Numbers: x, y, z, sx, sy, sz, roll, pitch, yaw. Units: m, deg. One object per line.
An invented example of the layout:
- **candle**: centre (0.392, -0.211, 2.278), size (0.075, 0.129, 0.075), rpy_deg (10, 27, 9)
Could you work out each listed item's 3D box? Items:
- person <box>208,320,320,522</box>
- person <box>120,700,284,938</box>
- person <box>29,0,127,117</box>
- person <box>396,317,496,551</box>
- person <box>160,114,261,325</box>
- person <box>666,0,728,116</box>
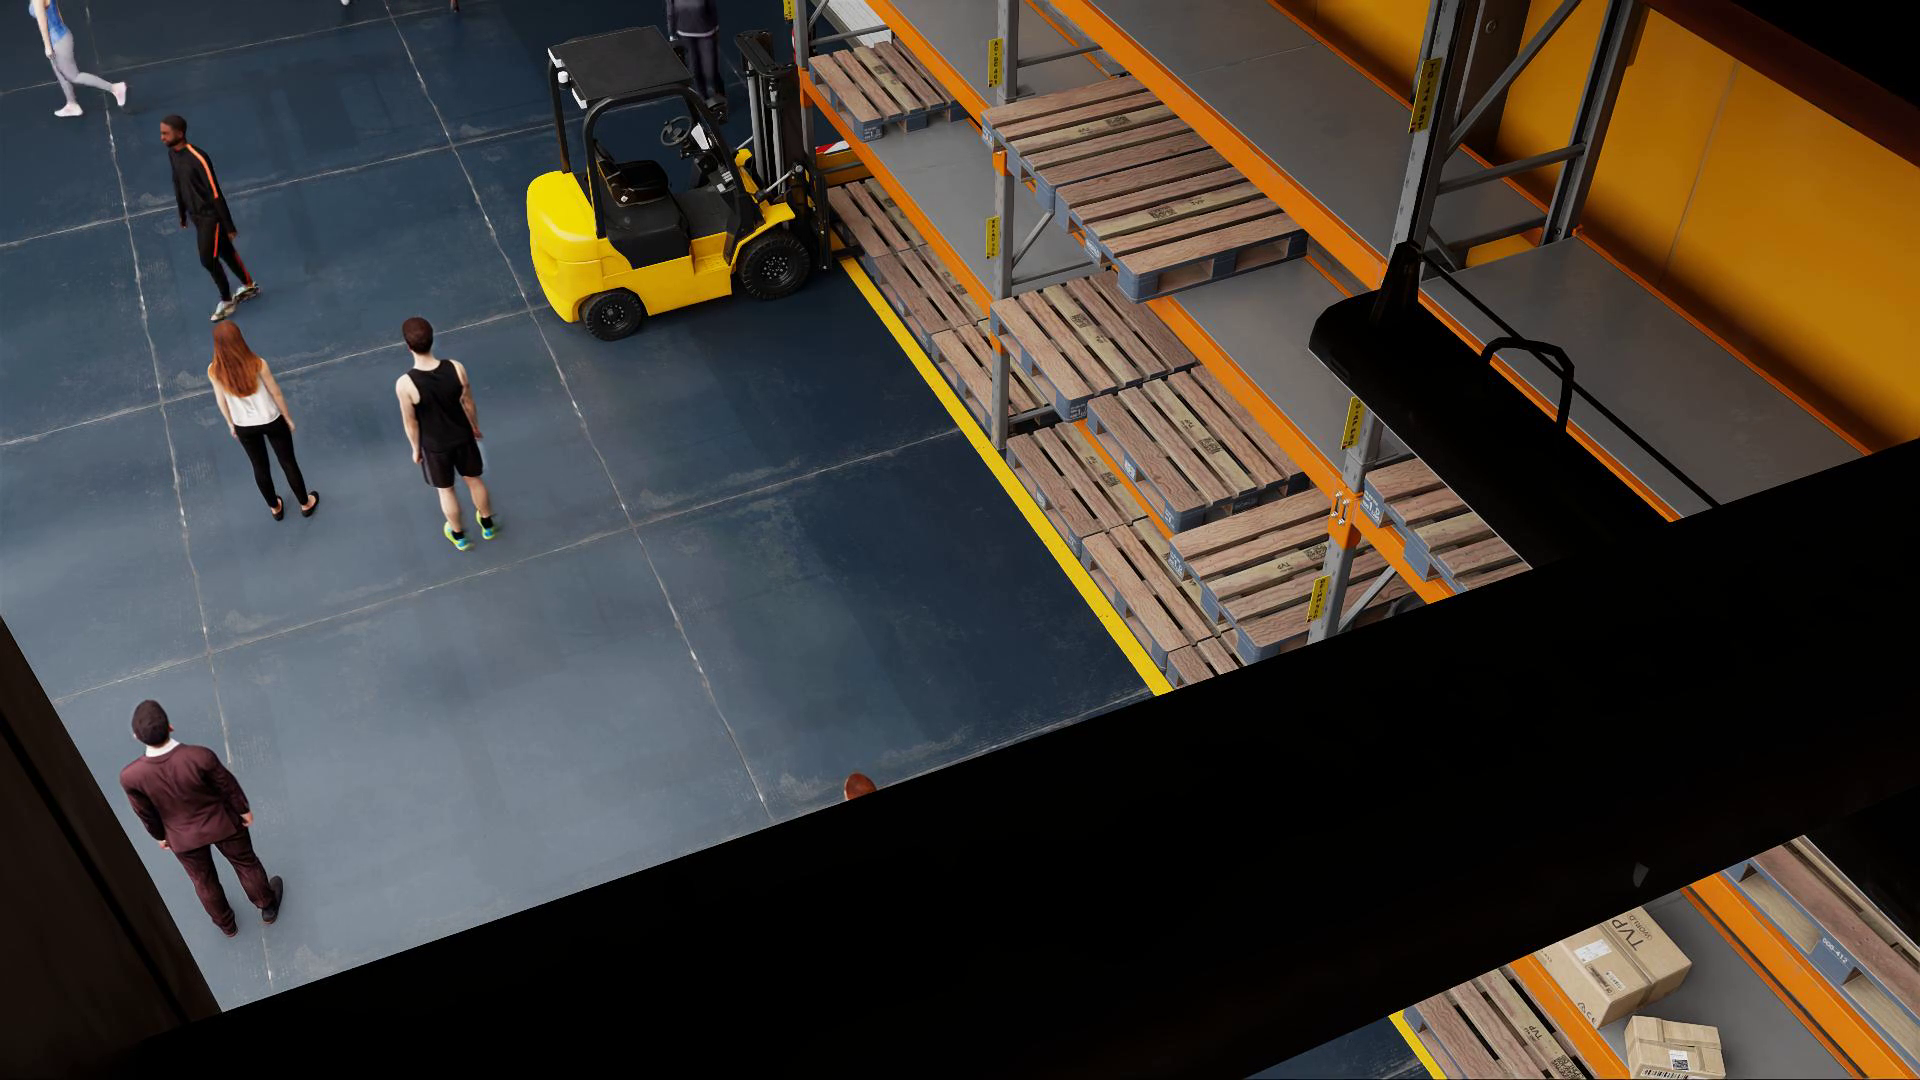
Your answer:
- **person**: centre (-4.979, -0.838, 11.818), size (0.630, 1.722, 0.576), rpy_deg (-8, 44, -8)
- **person**: centre (-4.198, 1.559, 9.198), size (0.669, 1.866, 0.581), rpy_deg (-17, 46, -17)
- **person**: centre (-8.644, -4.824, 16.100), size (0.718, 1.587, 0.952), rpy_deg (-10, 44, -10)
- **person**: centre (-3.579, -0.712, 11.563), size (0.704, 1.890, 0.641), rpy_deg (-27, 50, -26)
- **person**: centre (-6.140, -2.722, 13.747), size (0.871, 1.790, 0.897), rpy_deg (28, 50, 26)
- **person**: centre (-2.527, -4.906, 16.079), size (0.739, 1.734, 0.763), rpy_deg (-10, 45, -11)
